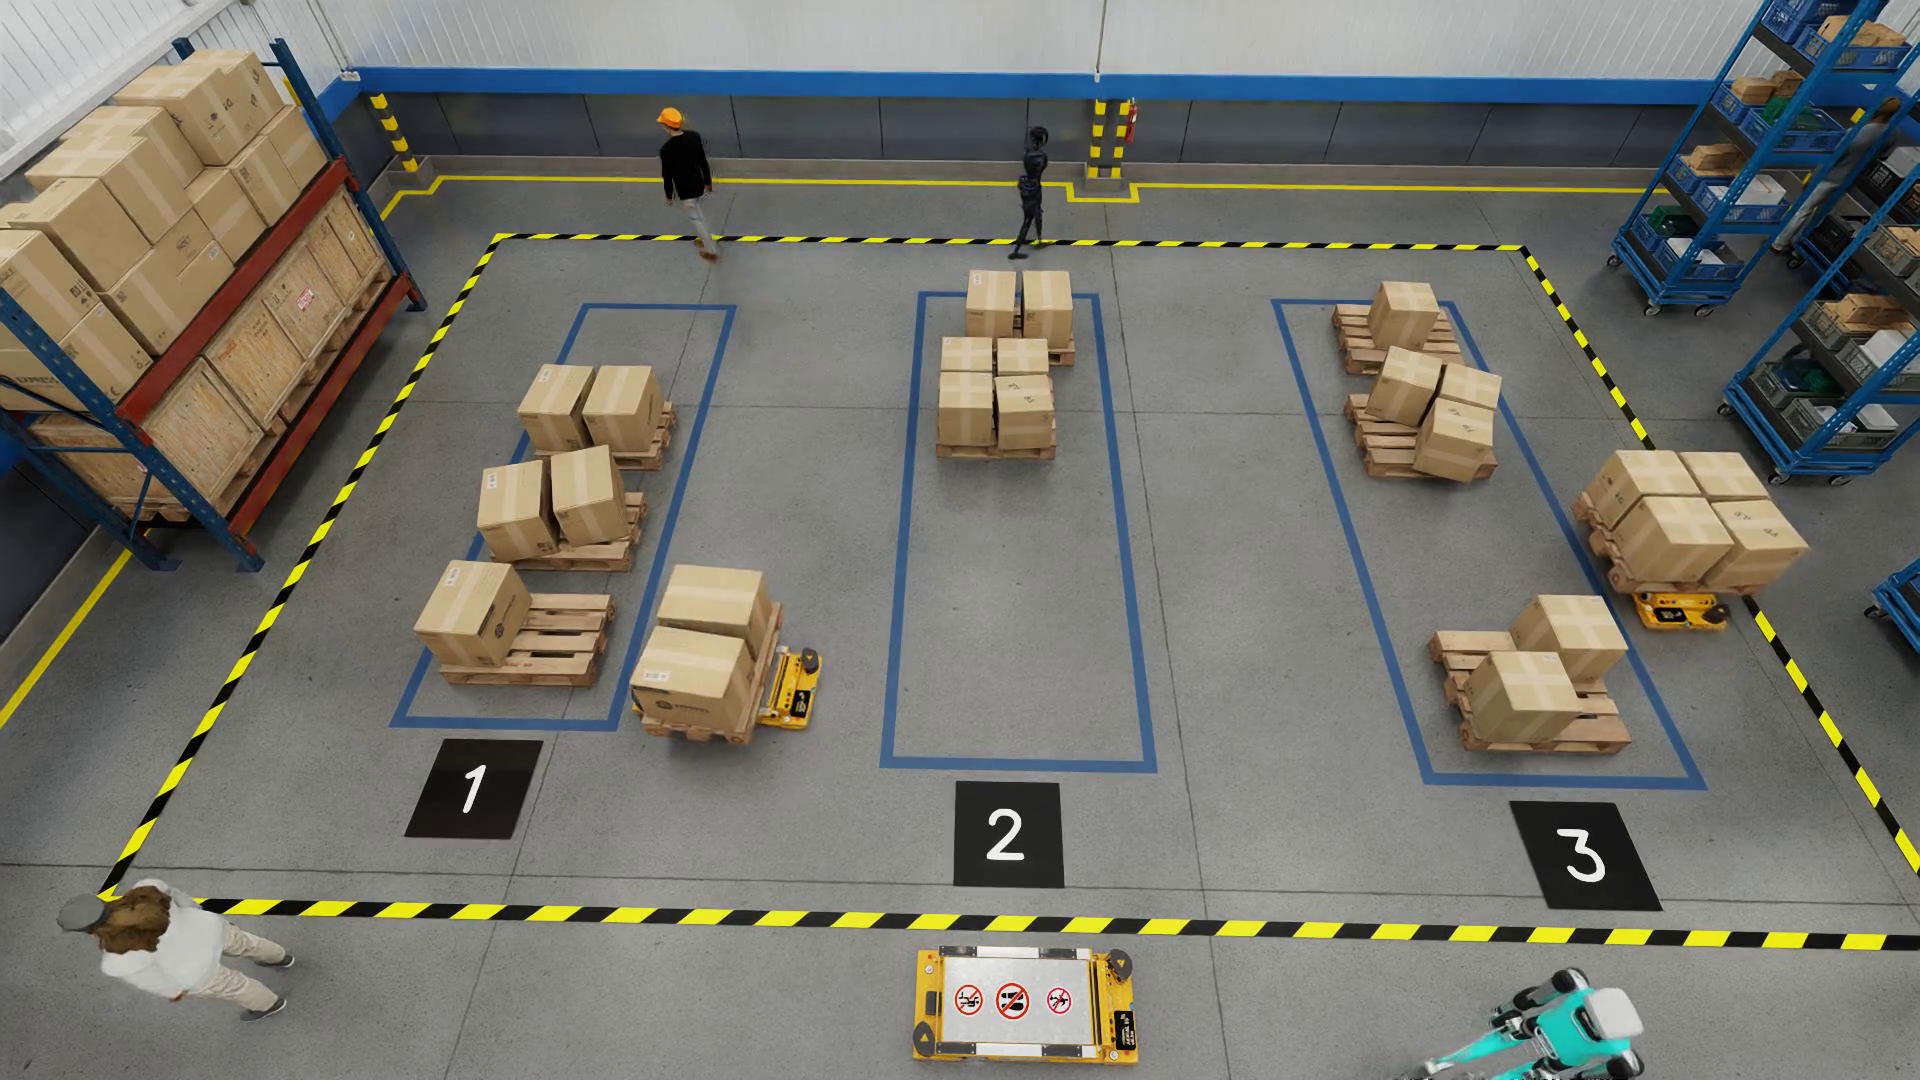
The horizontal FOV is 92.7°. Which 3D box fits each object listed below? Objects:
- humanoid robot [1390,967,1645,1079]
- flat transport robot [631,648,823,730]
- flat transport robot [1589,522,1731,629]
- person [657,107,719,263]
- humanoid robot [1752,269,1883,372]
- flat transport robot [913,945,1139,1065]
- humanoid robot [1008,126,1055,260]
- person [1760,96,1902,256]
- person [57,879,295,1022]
[{"bbox_3d":[2.949,2.953,5.145,0.955,1.764,0.544,-12,52,-10],"label":"humanoid robot"},{"bbox_3d":[-1.905,1.156,7.526,1.431,0.197,0.652,5,51,4],"label":"flat transport robot"},{"bbox_3d":[6.307,0.158,8.339,0.652,0.197,1.431,1,51,1],"label":"flat transport robot"},{"bbox_3d":[-3.266,-4.194,10.873,0.658,1.861,0.585,22,54,17],"label":"person"},{"bbox_3d":[8.949,-2.129,9.355,0.598,1.639,0.790,-29,56,-21],"label":"humanoid robot"},{"bbox_3d":[0.422,3.041,6.007,1.431,0.231,0.659,1,51,1],"label":"flat transport robot"},{"bbox_3d":[0.908,-4.129,10.951,0.640,1.636,0.610,-7,51,-6],"label":"humanoid robot"},{"bbox_3d":[10.420,-4.292,10.917,0.620,1.932,0.370,2,51,1],"label":"person"},{"bbox_3d":[-4.632,2.471,5.506,0.404,1.762,0.562,-8,51,-6],"label":"person"}]
